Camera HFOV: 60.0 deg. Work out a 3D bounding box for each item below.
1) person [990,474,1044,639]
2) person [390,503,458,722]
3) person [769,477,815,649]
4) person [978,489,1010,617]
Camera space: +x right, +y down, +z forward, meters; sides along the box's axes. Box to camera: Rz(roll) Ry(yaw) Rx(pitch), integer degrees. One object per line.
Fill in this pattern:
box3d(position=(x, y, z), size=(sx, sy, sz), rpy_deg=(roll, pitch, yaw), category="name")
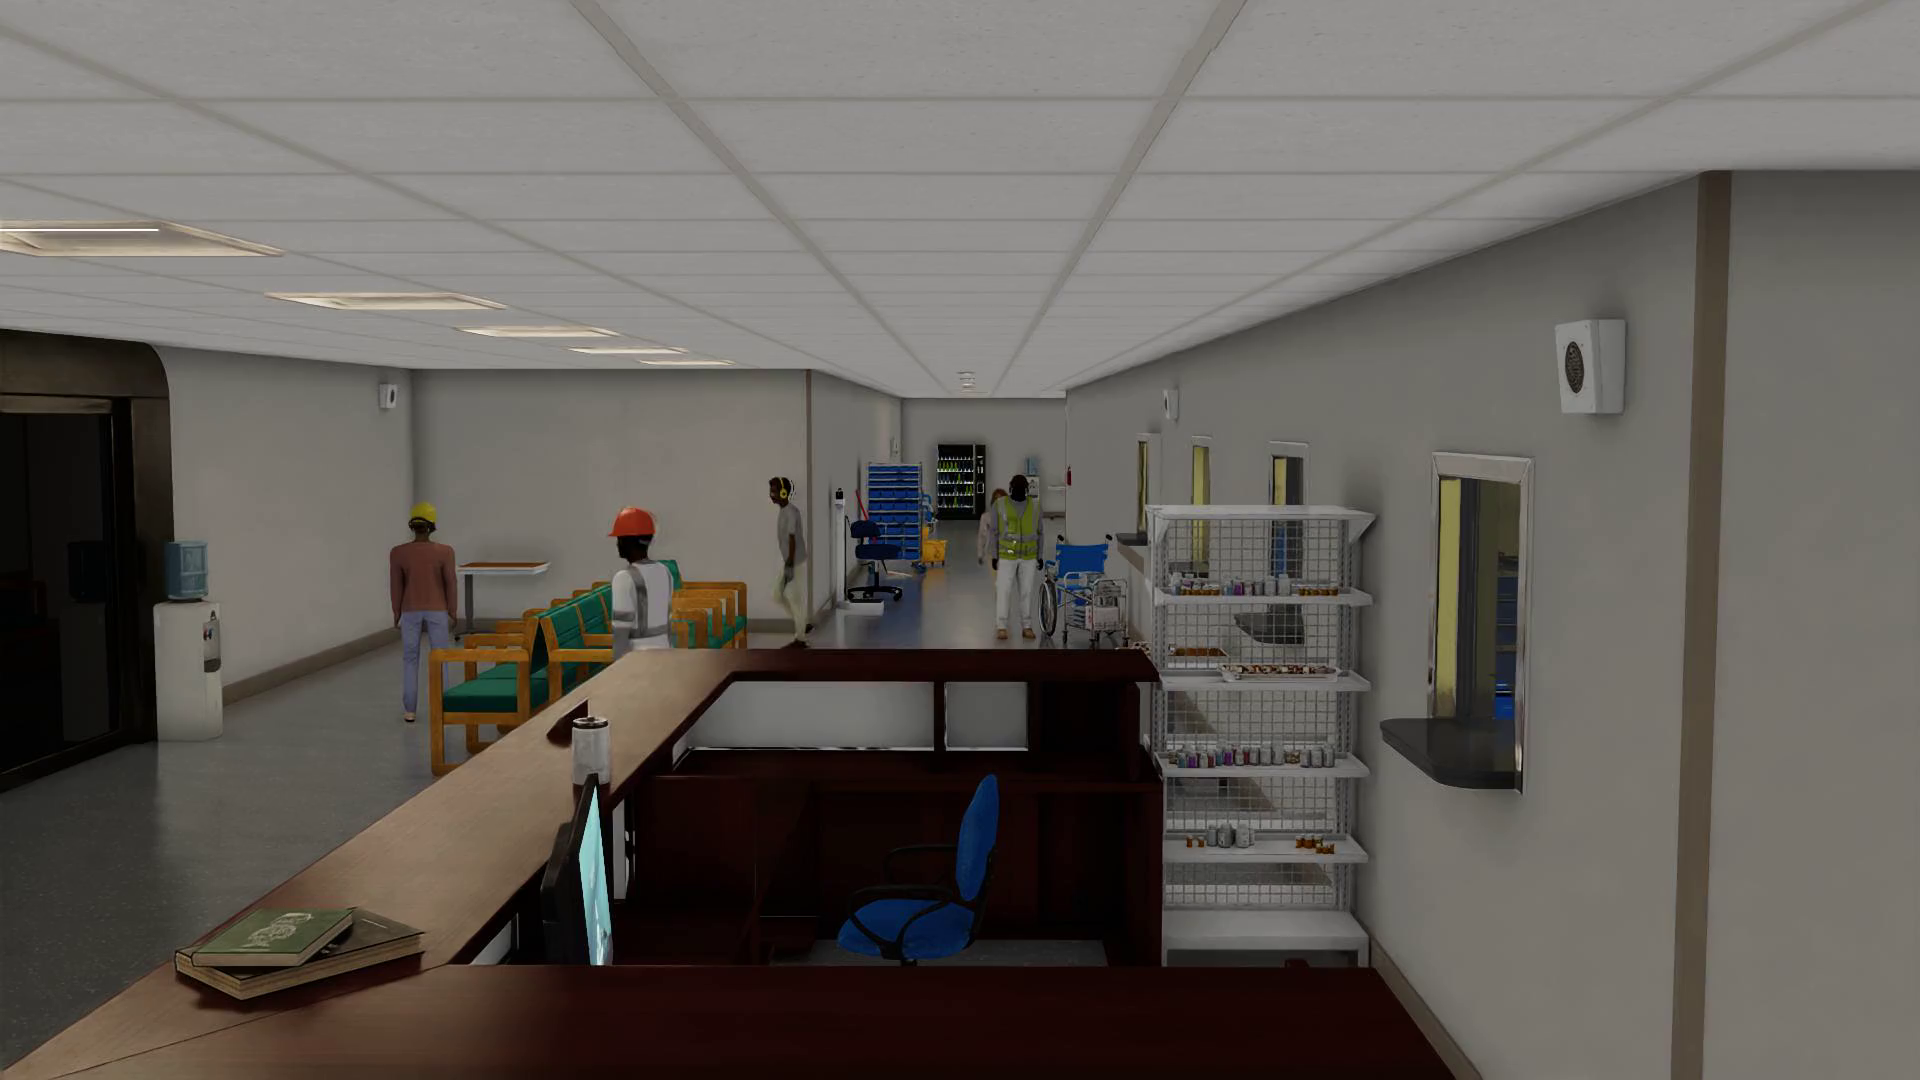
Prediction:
box3d(position=(0.638, 0.187, 18.486), size=(0.619, 1.838, 0.430), rpy_deg=(-1, 4, -11), category="person")
box3d(position=(-4.311, 0.584, 13.396), size=(0.525, 1.769, 0.316), rpy_deg=(-1, 4, -9), category="person")
box3d(position=(-1.798, 0.253, 17.546), size=(0.432, 1.844, 0.517), rpy_deg=(-2, 4, -22), category="person")
box3d(position=(0.478, 0.183, 20.186), size=(0.528, 1.583, 0.852), rpy_deg=(1, 4, 8), category="person")
